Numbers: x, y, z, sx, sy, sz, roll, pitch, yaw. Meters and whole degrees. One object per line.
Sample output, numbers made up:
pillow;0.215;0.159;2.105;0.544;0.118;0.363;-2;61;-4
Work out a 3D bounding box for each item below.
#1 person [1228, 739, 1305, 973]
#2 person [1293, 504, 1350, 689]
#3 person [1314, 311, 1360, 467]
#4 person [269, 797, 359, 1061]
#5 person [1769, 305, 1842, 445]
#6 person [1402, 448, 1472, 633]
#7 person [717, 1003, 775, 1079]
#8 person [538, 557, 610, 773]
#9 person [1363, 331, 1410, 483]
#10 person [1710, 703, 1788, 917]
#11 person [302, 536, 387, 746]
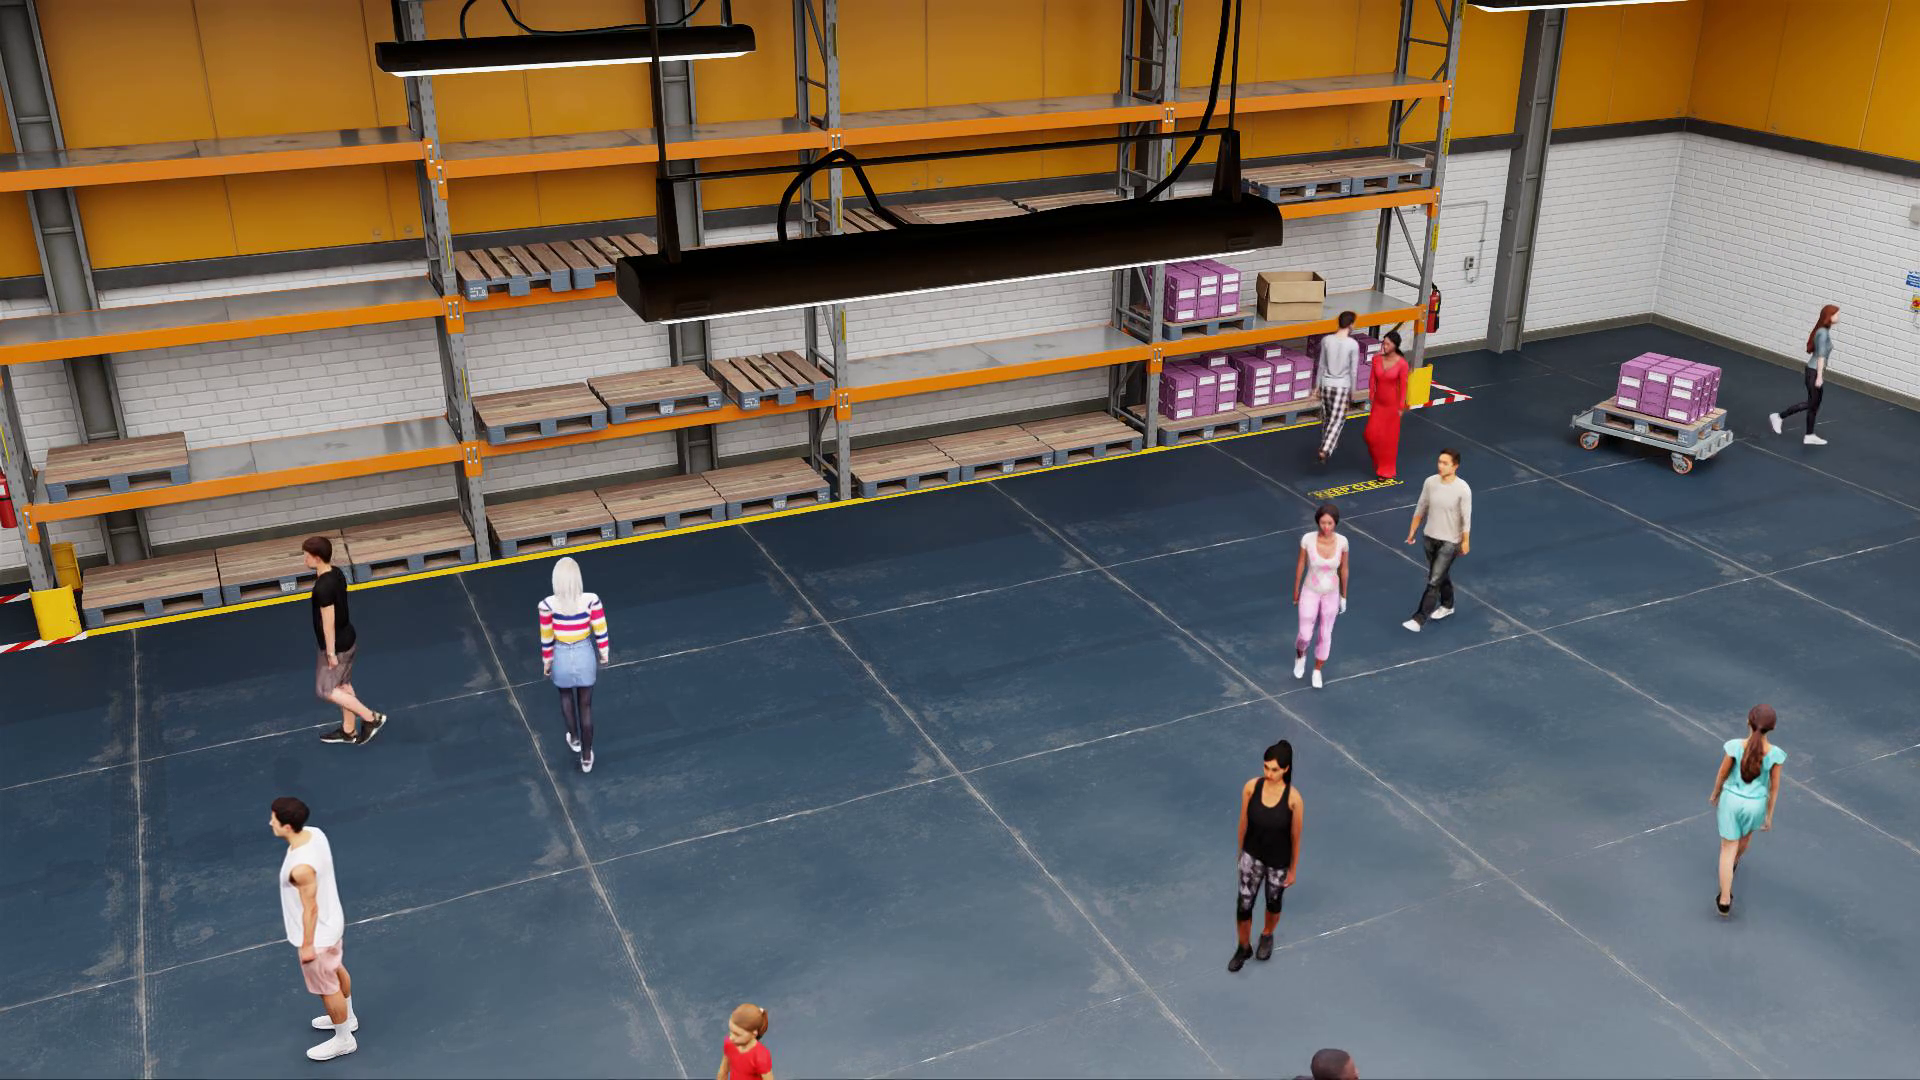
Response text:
person;2.070;2.034;10.976;0.779;1.650;0.843;10;25;21
person;3.130;0.453;14.492;0.721;1.731;0.791;1;24;3
person;4.368;-1.739;19.406;1.019;1.809;1.193;13;27;27
person;-3.903;2.339;10.105;0.635;1.786;0.692;-5;24;-11
person;10.252;-1.987;20.071;0.966;1.732;0.955;12;26;25
person;4.560;-0.025;15.536;1.156;1.770;0.842;-18;29;-36
person;-1.094;3.042;9.119;0.679;1.289;0.934;20;31;39
person;-3.047;1.011;13.138;0.801;1.791;0.825;-5;24;-12
person;4.913;-1.530;18.977;0.787;1.772;0.847;14;27;29
person;5.406;1.879;11.499;0.987;1.515;1.074;10;25;21
person;-4.982;0.826;13.488;0.901;1.851;0.805;-3;24;-8
